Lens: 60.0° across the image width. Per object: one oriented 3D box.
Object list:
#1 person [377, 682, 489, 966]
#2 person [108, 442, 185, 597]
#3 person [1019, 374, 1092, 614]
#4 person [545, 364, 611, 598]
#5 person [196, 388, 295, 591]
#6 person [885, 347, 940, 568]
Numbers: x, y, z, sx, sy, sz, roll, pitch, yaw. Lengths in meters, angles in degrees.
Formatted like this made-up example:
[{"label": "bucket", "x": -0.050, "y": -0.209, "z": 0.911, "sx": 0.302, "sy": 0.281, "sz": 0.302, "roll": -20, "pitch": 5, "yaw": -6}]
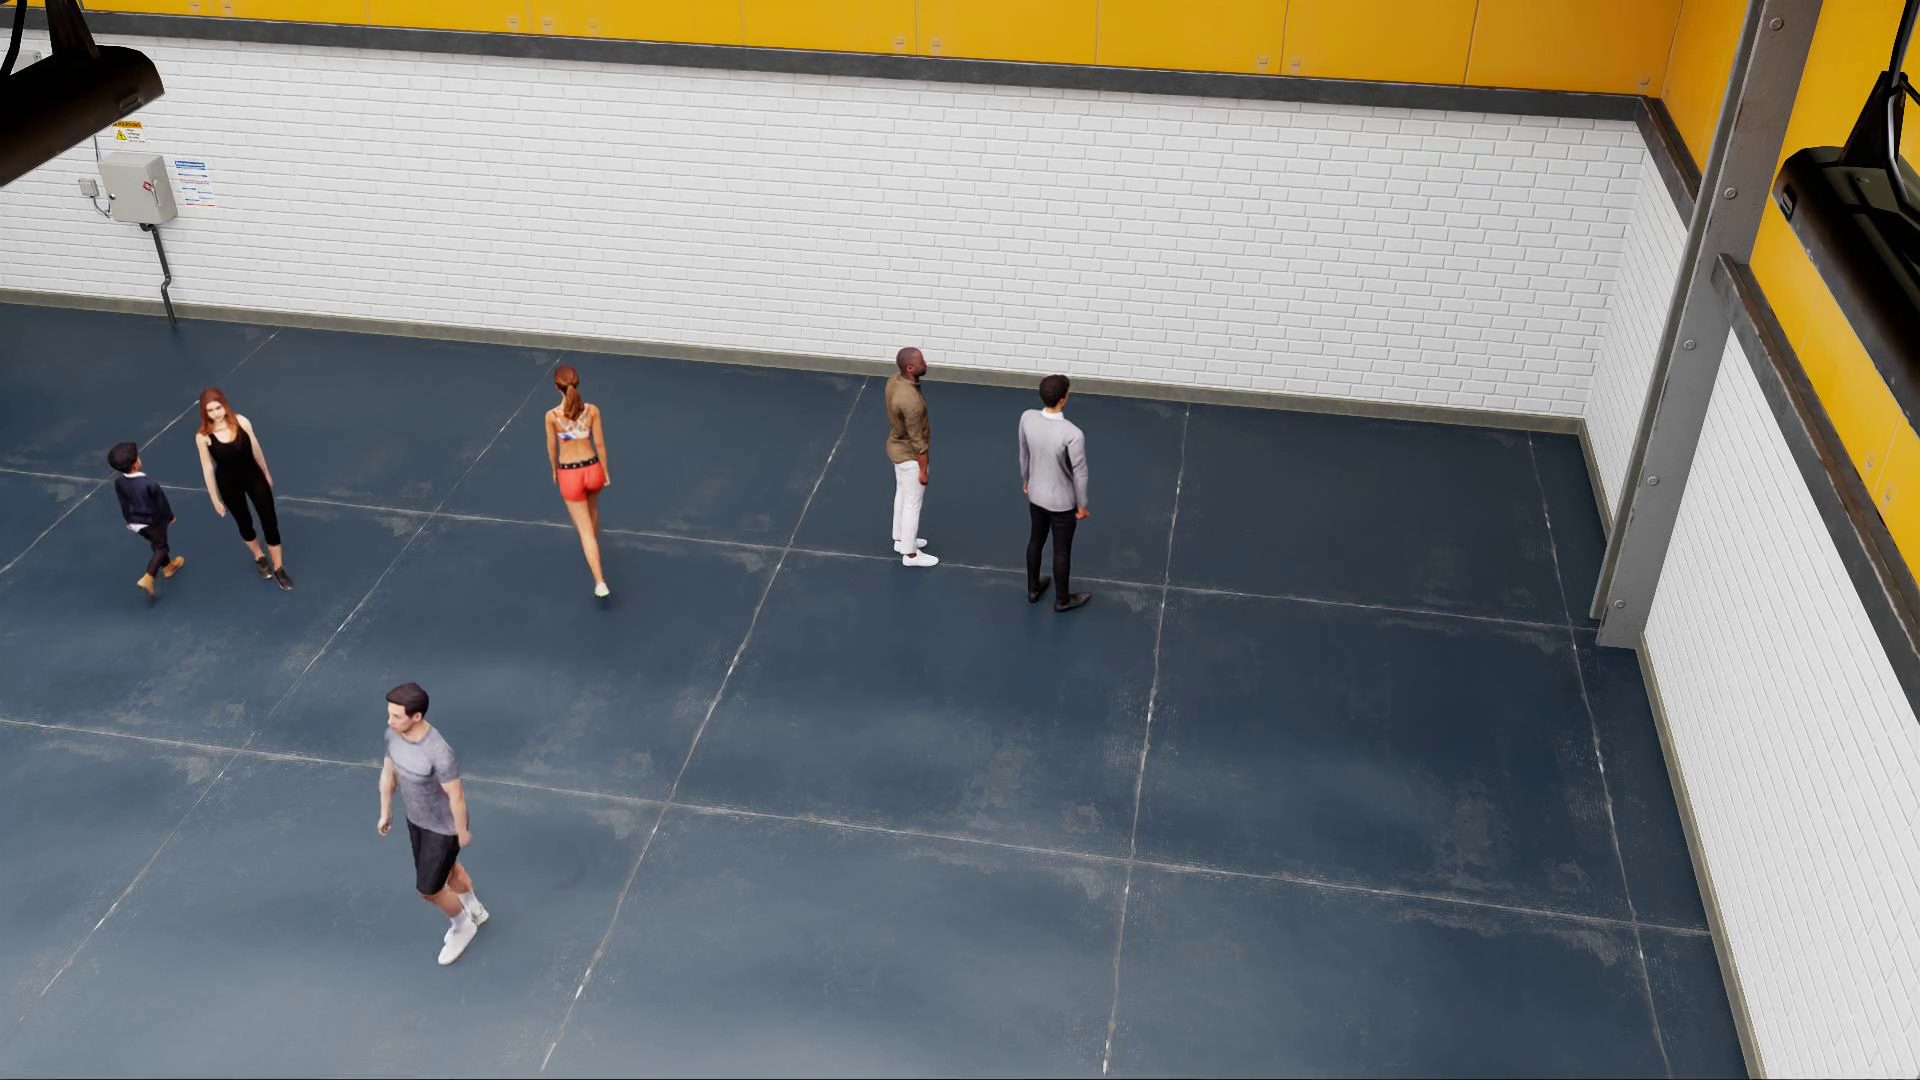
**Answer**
[{"label": "person", "x": -2.878, "y": 1.518, "z": 9.360, "sx": 0.807, "sy": 1.855, "sz": 0.850, "roll": 26, "pitch": 42, "yaw": 34}, {"label": "person", "x": -6.119, "y": -0.151, "z": 12.453, "sx": 0.541, "sy": 1.211, "sz": 0.801, "roll": 8, "pitch": 34, "yaw": 12}, {"label": "person", "x": 0.668, "y": -0.340, "z": 12.095, "sx": 0.839, "sy": 1.923, "sz": 0.832, "roll": 25, "pitch": 41, "yaw": 33}, {"label": "person", "x": -2.802, "y": -0.400, "z": 12.345, "sx": 1.016, "sy": 1.746, "sz": 1.187, "roll": -15, "pitch": 36, "yaw": -21}, {"label": "person", "x": -5.383, "y": -0.449, "z": 12.459, "sx": 0.850, "sy": 1.701, "sz": 0.925, "roll": -19, "pitch": 38, "yaw": -27}, {"label": "person", "x": -0.380, "y": -0.647, "z": 12.644, "sx": 0.866, "sy": 1.825, "sz": 0.706, "roll": -10, "pitch": 35, "yaw": -15}]
